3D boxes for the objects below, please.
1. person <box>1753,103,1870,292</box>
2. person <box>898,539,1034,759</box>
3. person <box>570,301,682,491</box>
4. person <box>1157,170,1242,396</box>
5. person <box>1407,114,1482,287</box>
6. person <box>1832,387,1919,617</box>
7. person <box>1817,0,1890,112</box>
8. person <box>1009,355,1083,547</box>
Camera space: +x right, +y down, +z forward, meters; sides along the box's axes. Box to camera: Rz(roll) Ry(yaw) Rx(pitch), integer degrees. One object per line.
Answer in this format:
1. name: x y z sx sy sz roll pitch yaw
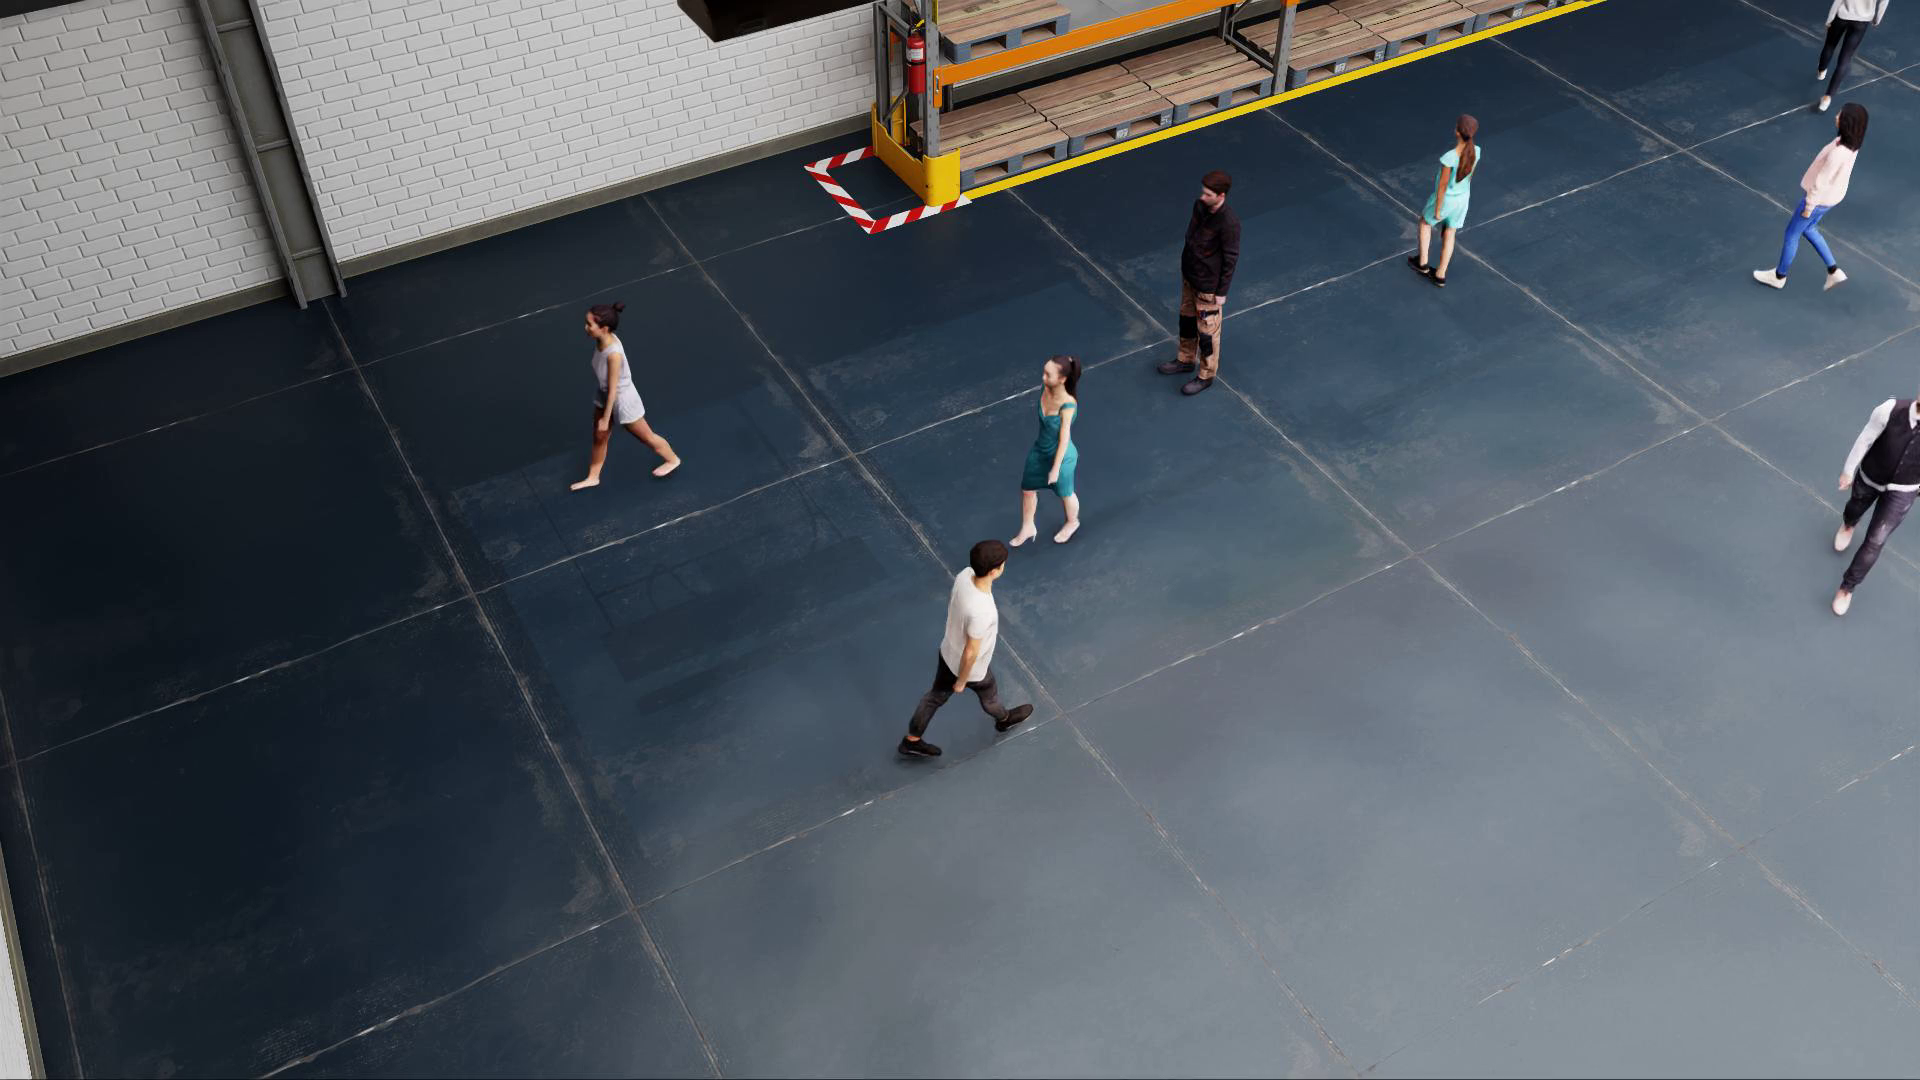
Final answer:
1. person: 7.168 -2.768 13.703 0.930 1.754 0.834 -32 52 -29
2. person: -0.047 0.738 10.097 1.184 1.650 0.741 -12 45 -13
3. person: -2.381 -1.017 12.002 1.039 1.564 0.564 -21 47 -21
4. person: 1.883 -1.995 12.769 0.581 1.922 0.682 -21 47 -21
5. person: 4.135 -2.806 13.894 0.648 1.544 0.690 -11 45 -11
6. person: 6.270 -0.435 11.236 1.106 1.777 1.337 23 48 22
7. person: 8.618 -4.973 16.093 1.027 1.650 1.198 18 47 18
8. person: 0.728 -0.611 11.501 0.735 1.666 0.596 -21 48 -21
